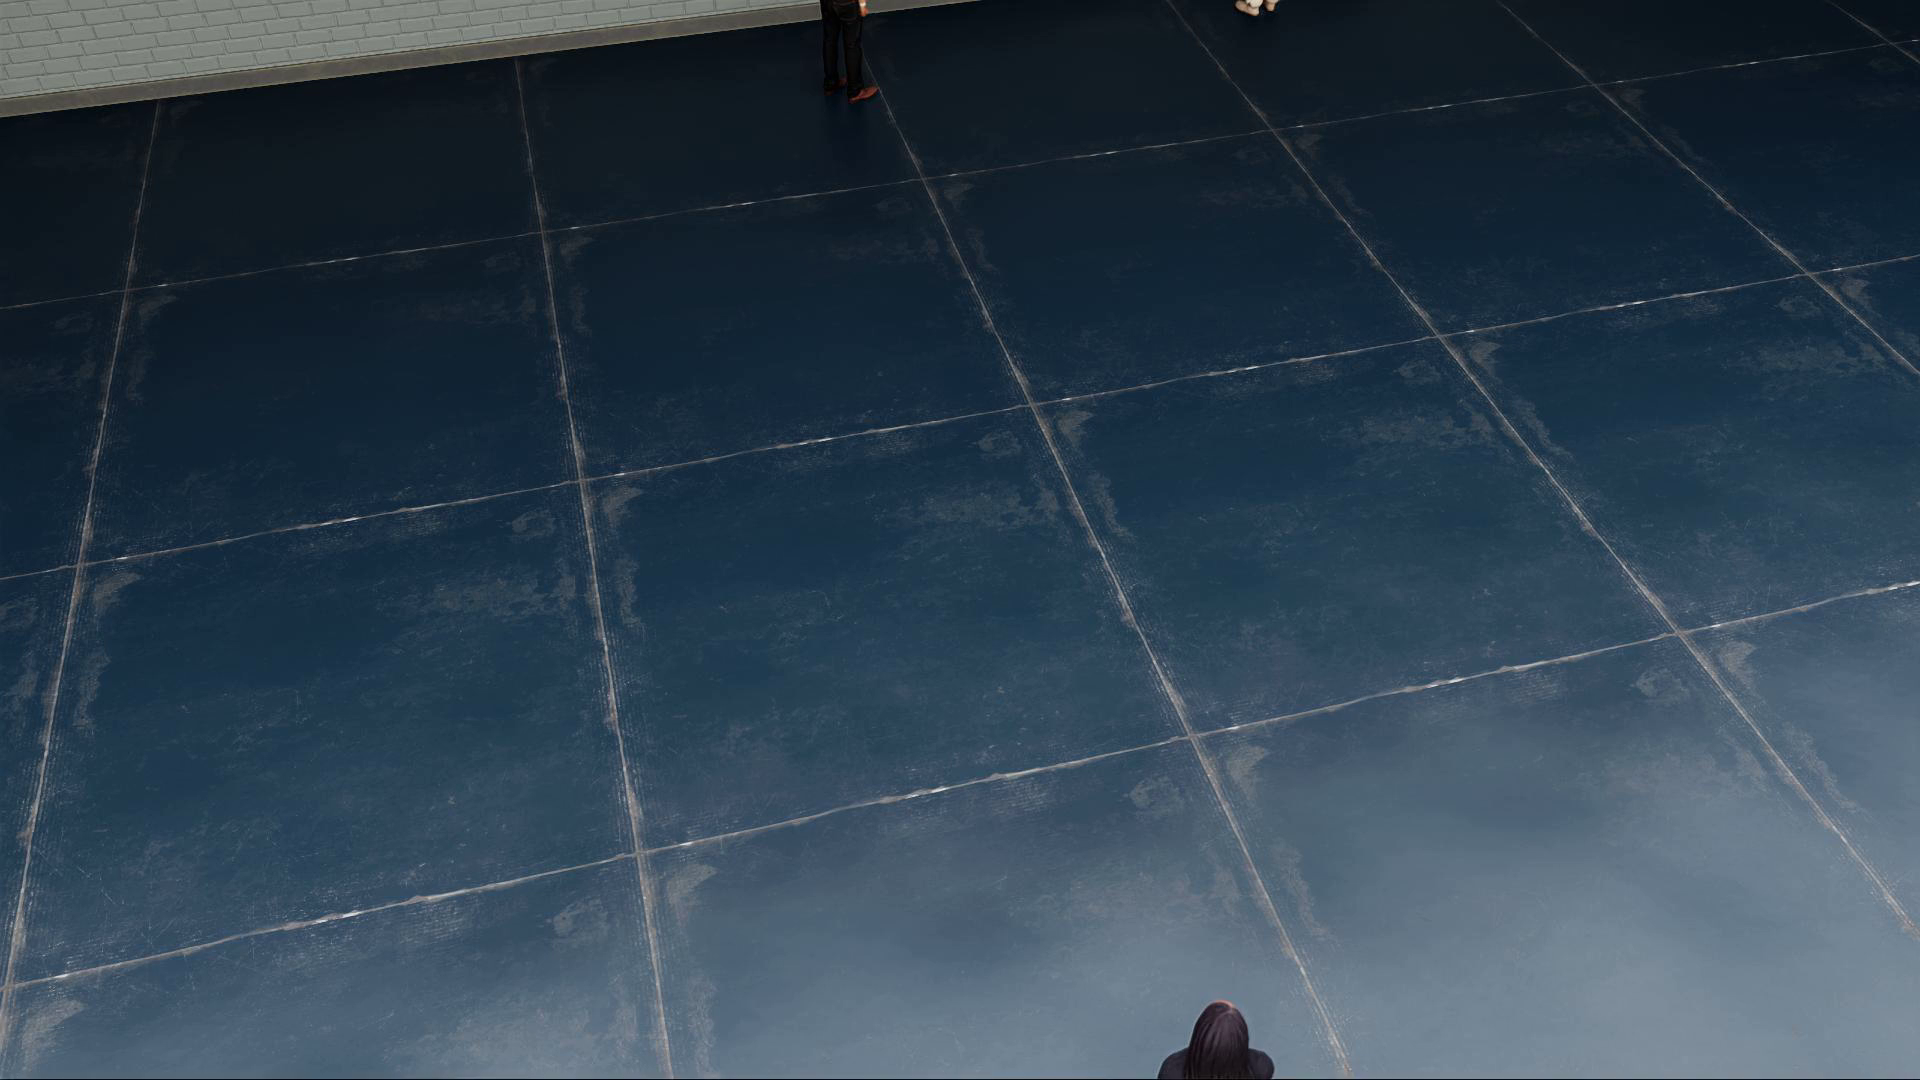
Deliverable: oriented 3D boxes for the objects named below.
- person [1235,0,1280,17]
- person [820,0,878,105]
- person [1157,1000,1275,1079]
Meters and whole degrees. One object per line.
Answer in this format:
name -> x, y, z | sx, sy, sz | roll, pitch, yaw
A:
person -> 2.767, -5.548, 14.912 | 0.631, 1.660, 0.627 | -19, 46, -19
person -> -0.985, -4.474, 13.693 | 0.734, 1.754, 0.811 | 25, 48, 24
person -> 0.947, 2.310, 6.447 | 0.641, 1.728, 0.628 | -5, 43, -5
